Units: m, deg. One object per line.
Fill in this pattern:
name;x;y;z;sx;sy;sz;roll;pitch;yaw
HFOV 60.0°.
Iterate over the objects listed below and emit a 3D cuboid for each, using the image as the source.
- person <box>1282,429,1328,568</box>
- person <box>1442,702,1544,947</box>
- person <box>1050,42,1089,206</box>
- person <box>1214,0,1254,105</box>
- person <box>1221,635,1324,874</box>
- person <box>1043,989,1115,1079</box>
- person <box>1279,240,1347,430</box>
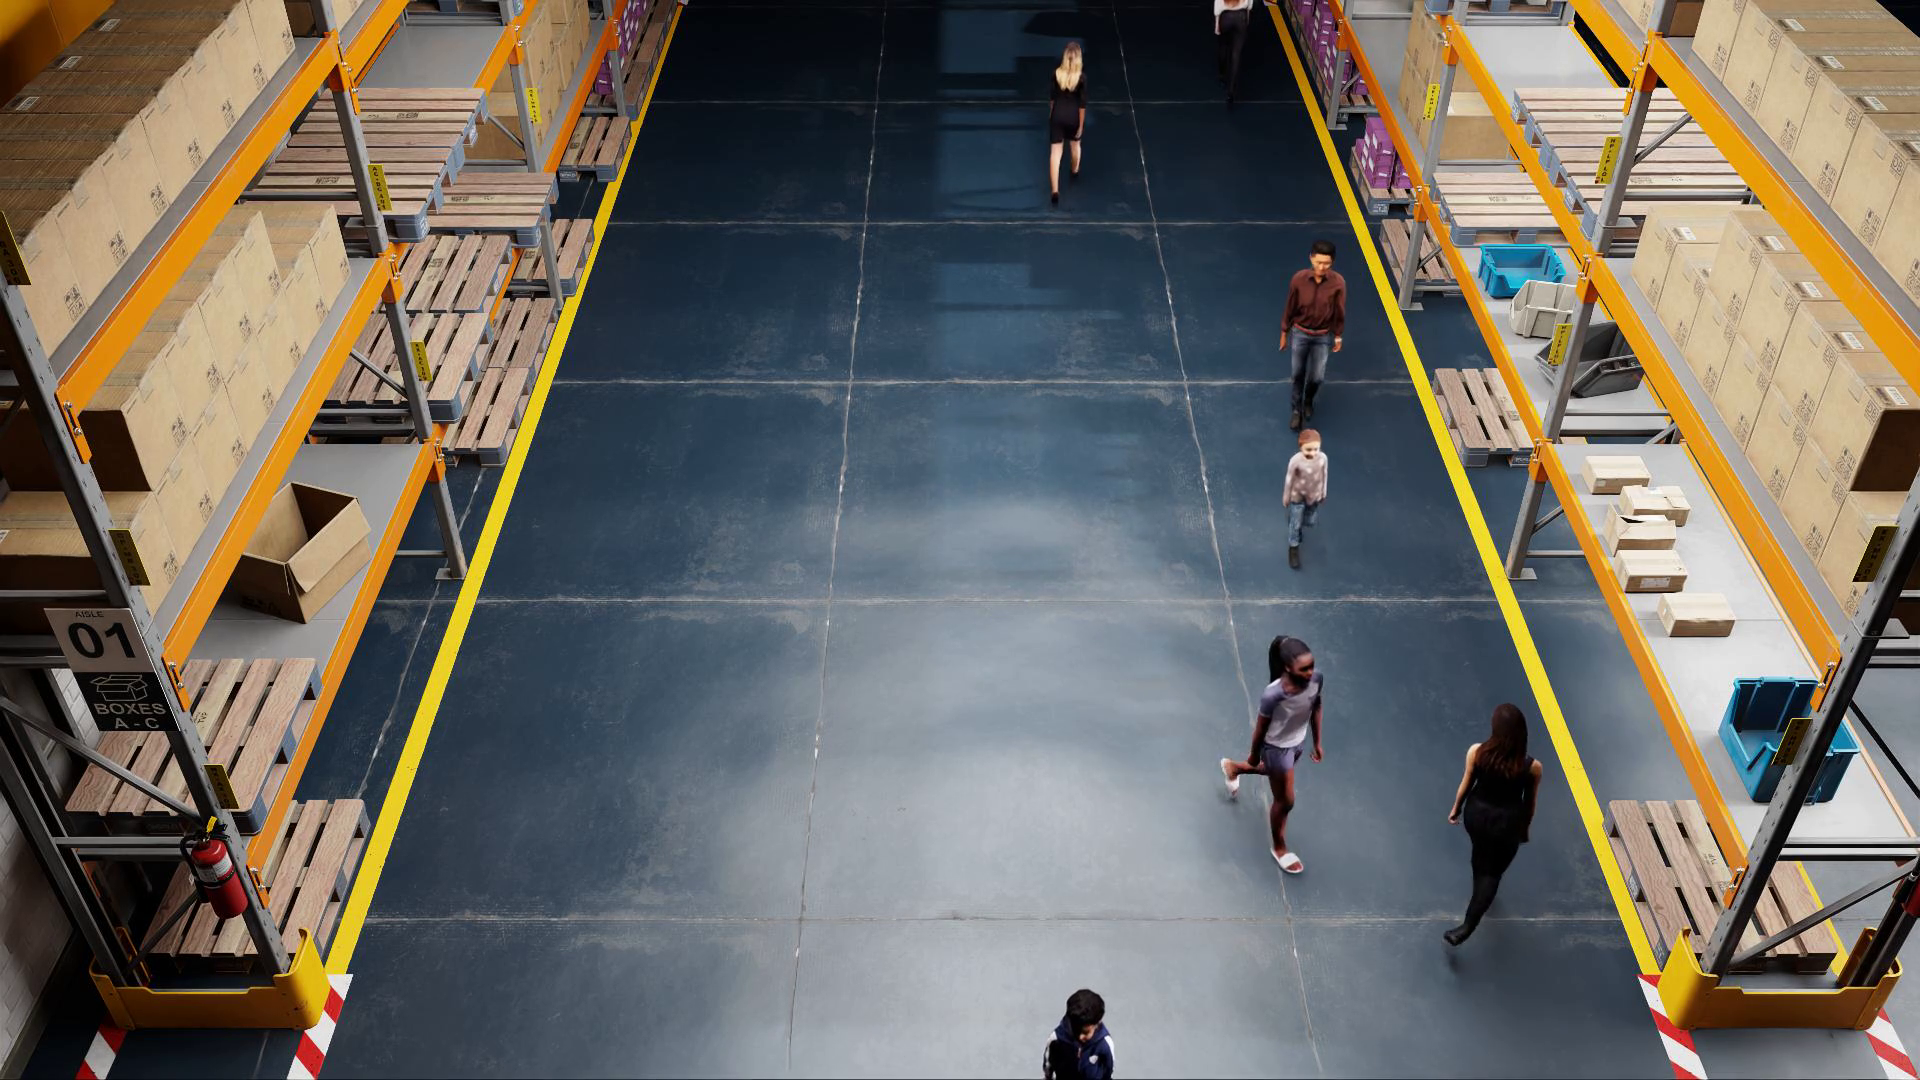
person;2.607;-0.370;12.633;0.531;1.186;0.658;-4;39;-5
person;3.072;1.706;9.661;0.945;1.651;1.156;21;43;24
person;1.076;-4.237;17.130;0.806;1.616;1.135;10;40;12
person;3.130;-5.846;19.067;0.665;1.714;1.182;4;39;4
person;1.928;1.217;10.236;1.011;1.697;1.148;-25;45;-27
person;0.625;2.773;8.669;0.548;1.221;0.531;7;39;8
person;2.948;-1.757;13.902;0.759;1.769;0.748;11;40;13
